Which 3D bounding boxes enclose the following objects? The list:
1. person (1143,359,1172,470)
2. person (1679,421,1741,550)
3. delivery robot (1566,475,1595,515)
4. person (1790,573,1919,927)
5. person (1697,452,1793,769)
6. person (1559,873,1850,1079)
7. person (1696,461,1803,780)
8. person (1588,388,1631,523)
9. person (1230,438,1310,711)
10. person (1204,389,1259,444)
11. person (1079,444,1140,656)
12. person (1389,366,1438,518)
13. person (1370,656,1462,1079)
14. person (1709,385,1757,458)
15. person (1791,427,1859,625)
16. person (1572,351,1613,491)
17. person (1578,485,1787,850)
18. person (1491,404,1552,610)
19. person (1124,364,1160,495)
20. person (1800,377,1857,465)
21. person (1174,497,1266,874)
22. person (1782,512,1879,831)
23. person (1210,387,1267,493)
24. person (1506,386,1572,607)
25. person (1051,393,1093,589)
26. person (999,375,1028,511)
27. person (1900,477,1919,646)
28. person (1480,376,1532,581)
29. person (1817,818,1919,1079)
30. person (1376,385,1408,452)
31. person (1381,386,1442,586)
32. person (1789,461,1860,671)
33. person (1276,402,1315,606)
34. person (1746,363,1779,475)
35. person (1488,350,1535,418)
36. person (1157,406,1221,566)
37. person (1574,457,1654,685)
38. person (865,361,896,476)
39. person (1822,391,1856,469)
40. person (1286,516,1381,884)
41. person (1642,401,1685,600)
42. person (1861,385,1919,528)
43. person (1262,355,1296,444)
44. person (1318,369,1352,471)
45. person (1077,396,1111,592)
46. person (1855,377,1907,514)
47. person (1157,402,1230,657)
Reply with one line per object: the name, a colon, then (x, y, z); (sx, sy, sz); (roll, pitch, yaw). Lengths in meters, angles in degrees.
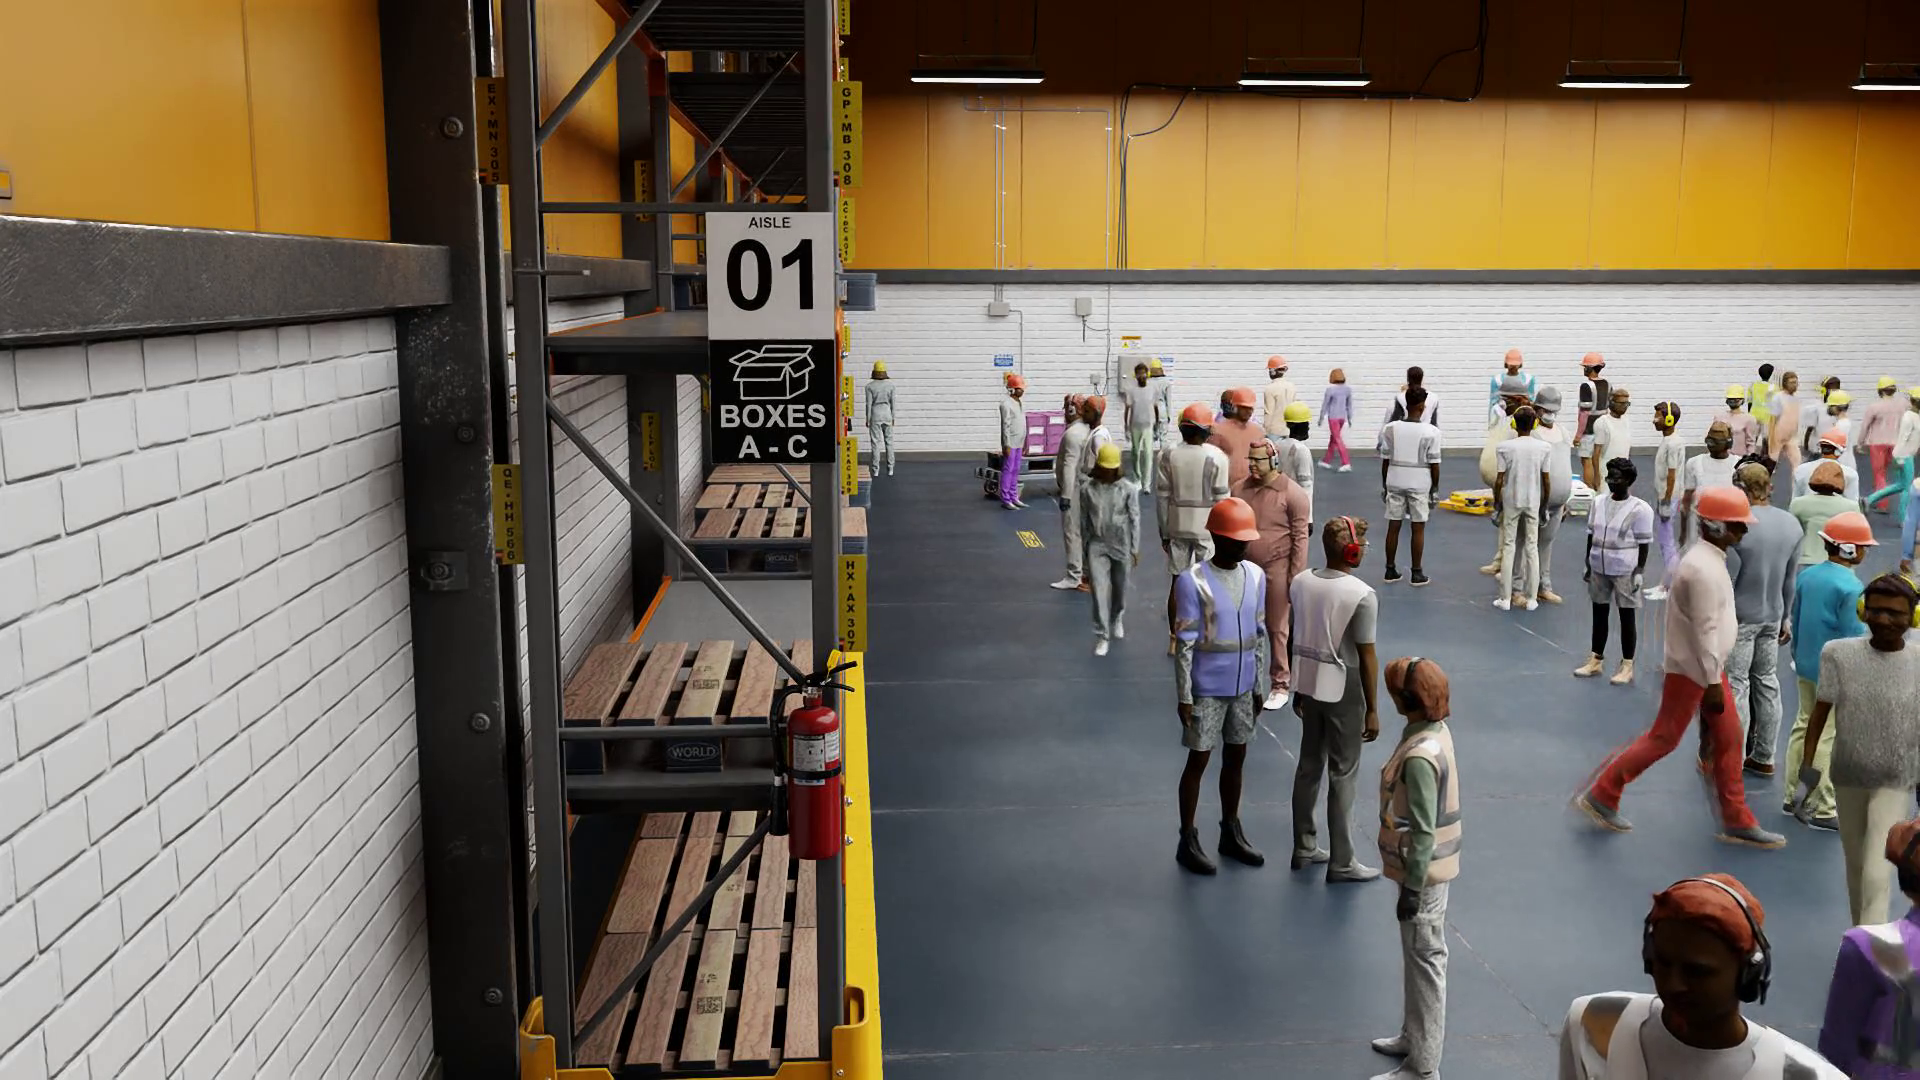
person: (3.038, -1.938, 25.842); (0.483, 1.735, 0.311); (0, 9, -1)
person: (6.243, -0.072, 13.789); (0.514, 1.840, 0.328); (5, 10, 26)
delivery robot: (7.622, -0.566, 20.630); (0.477, 0.478, 0.707); (1, 9, 7)
person: (3.821, 1.029, 6.992); (0.513, 1.823, 0.998); (8, 12, 42)
person: (4.805, 0.439, 10.189); (0.613, 1.965, 0.361); (-1, 9, -4)
person: (1.442, 1.573, 3.335); (0.575, 1.882, 0.360); (8, 12, 41)
person: (4.711, 0.495, 9.947); (0.635, 1.931, 0.353); (-3, 10, -20)
person: (6.927, -0.694, 17.694); (0.517, 1.842, 0.326); (-5, 10, -29)
person: (2.109, 0.235, 11.666); (0.652, 1.906, 0.402); (9, 12, 43)
person: (2.869, -0.689, 17.715); (0.623, 1.835, 0.431); (5, 10, 27)
person: (1.221, 0.037, 13.565); (0.494, 1.695, 0.861); (1, 9, 8)
person: (5.642, -1.224, 20.849); (0.610, 1.901, 0.567); (-4, 10, -24)
person: (1.705, 1.239, 6.205); (0.314, 1.637, 0.515); (3, 10, 19)
person: (8.963, -0.922, 19.352); (0.300, 1.772, 0.532); (-7, 12, -39)
person: (7.423, -0.100, 14.273); (0.348, 1.743, 0.565); (-7, 11, -36)
person: (8.210, -1.431, 21.695); (0.605, 2.045, 0.377); (-7, 12, -38)
person: (3.860, 0.661, 8.859); (1.005, 1.956, 0.623); (5, 11, 31)
person: (5.084, -0.293, 15.079); (0.513, 1.876, 0.328); (1, 9, 8)
person: (2.540, -1.559, 23.247); (0.507, 1.811, 1.022); (1, 9, 5)
person: (10.399, -1.021, 19.826); (0.510, 1.824, 0.953); (-4, 10, -23)
person: (1.341, 0.737, 8.448); (0.542, 1.928, 0.385); (-5, 10, -29)
person: (4.809, 0.710, 9.152); (0.341, 1.750, 0.566); (0, 9, -2)
person: (2.722, -0.477, 15.957); (0.640, 1.960, 0.819); (-4, 10, -23)
person: (5.346, -0.404, 15.256); (0.673, 2.000, 0.536); (-4, 10, -25)
person: (1.125, -0.476, 16.169); (0.399, 1.895, 0.656); (4, 10, 24)
person: (0.714, -1.268, 21.574); (0.333, 1.753, 0.562); (4, 10, 26)
person: (7.564, 0.099, 12.784); (0.608, 1.824, 0.404); (2, 9, 15)
person: (5.458, -0.615, 16.578); (0.536, 2.000, 0.681); (0, 9, -1)
person: (2.531, 1.543, 4.343); (0.525, 1.616, 0.650); (-2, 9, -11)
person: (5.803, -1.248, 21.894); (0.630, 1.593, 0.804); (2, 9, 11)
person: (4.416, -0.528, 16.317); (0.598, 1.956, 0.372); (6, 11, 33)
person: (6.555, 0.210, 12.668); (0.501, 1.633, 0.289); (7, 12, 38)
person: (2.942, -0.253, 14.649); (0.361, 1.930, 0.588); (-3, 9, -18)
person: (12.239, -1.841, 25.349); (0.316, 1.699, 0.540); (-5, 10, -28)
person: (7.780, -1.685, 23.464); (0.630, 1.990, 0.826); (2, 9, 13)
person: (2.043, -0.251, 14.806); (0.590, 1.895, 0.944); (4, 10, 22)
person: (4.874, 0.225, 12.379); (0.320, 1.698, 0.531); (-6, 11, -33)
person: (-1.209, -1.843, 25.224); (0.487, 1.744, 0.294); (-3, 10, -21)
person: (9.846, -0.792, 18.640); (0.452, 1.741, 0.537); (5, 10, 28)
person: (1.862, 0.794, 8.341); (0.374, 1.843, 0.575); (-6, 11, -31)
person: (6.613, -0.366, 15.586); (0.314, 1.861, 0.511); (3, 10, 20)
person: (11.295, -1.011, 20.037); (0.665, 1.746, 0.524); (8, 12, 40)
person: (4.136, -1.417, 21.754); (0.621, 1.992, 0.397); (-8, 12, -42)
person: (5.865, -1.874, 25.909); (0.505, 1.588, 0.856); (-6, 11, -31)
person: (1.294, -0.446, 16.007); (0.343, 1.882, 0.586); (0, 9, 2)
person: (11.753, -1.220, 21.303); (0.529, 1.736, 0.765); (-1, 9, -4)
person: (1.853, -0.069, 13.142); (0.608, 2.044, 0.370); (5, 10, 30)
